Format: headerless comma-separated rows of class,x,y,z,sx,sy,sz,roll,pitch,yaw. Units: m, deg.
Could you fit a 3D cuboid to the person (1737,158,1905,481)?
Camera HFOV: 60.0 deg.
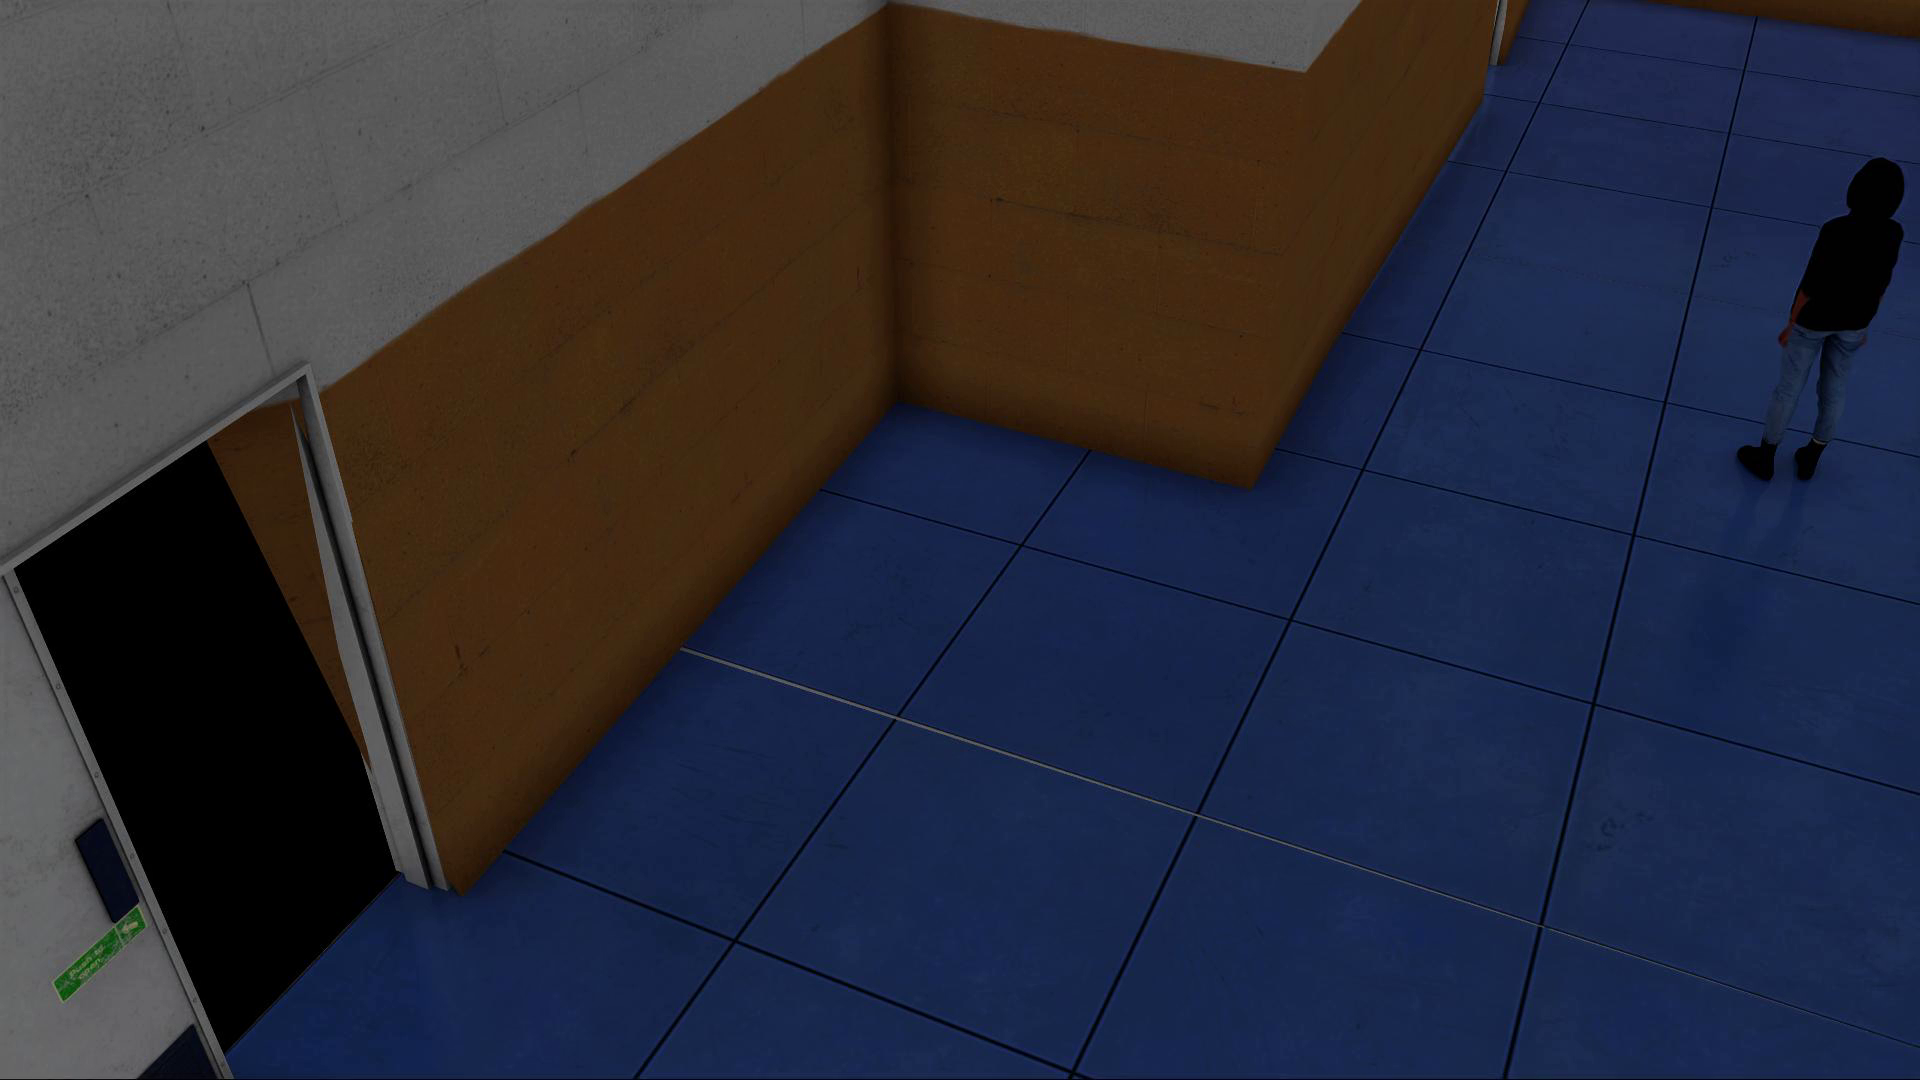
person,4.193,-1.038,8.023,0.584,1.701,0.702,3,37,4
